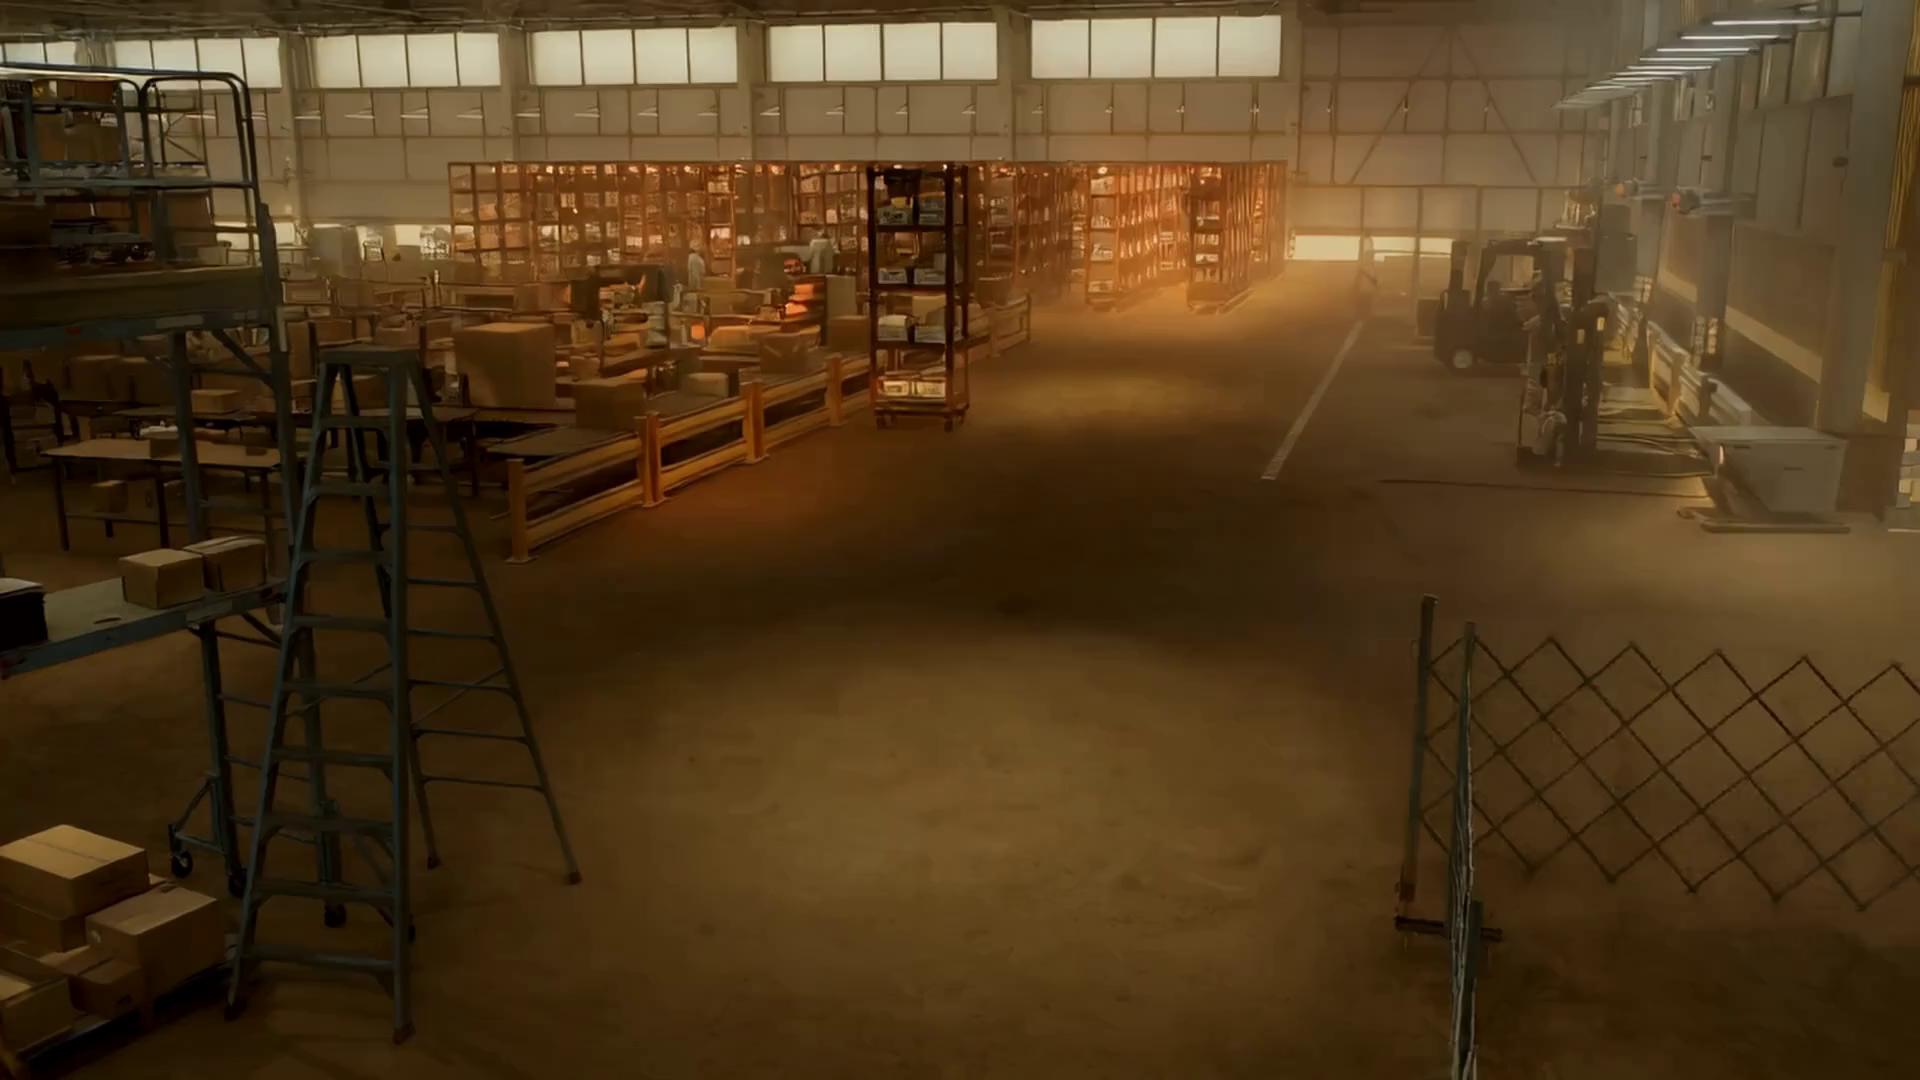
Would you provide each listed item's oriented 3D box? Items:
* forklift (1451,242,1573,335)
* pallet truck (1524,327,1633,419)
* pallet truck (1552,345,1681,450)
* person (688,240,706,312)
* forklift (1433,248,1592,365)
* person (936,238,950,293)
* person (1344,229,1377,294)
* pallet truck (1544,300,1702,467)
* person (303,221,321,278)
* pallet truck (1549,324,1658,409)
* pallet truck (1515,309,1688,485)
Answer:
[{"bbox_3d":[10.464,-4.597,31.405,2.680,1.987,1.157,4,14,16],"label":"forklift"},{"bbox_3d":[9.065,-2.460,24.370,1.522,1.261,0.704,3,13,14],"label":"pallet truck"},{"bbox_3d":[8.641,-1.896,21.908,1.630,1.274,0.653,4,14,16],"label":"pallet truck"},{"bbox_3d":[-6.126,-6.065,38.755,0.403,1.835,0.588,-5,14,-20],"label":"person"},{"bbox_3d":[9.780,-4.111,29.280,2.680,1.987,1.157,3,13,14],"label":"forklift"},{"bbox_3d":[-0.315,-5.923,37.989,0.404,1.904,0.652,5,14,22],"label":"person"},{"bbox_3d":[11.189,-7.675,45.818,1.008,1.789,0.577,1,13,4],"label":"person"},{"bbox_3d":[8.263,-1.952,20.631,1.885,1.965,0.823,5,14,20],"label":"pallet truck"},{"bbox_3d":[-18.425,-8.123,47.409,0.627,1.943,1.037,11,17,40],"label":"person"},{"bbox_3d":[9.824,-2.669,25.407,1.601,1.201,0.680,4,14,16],"label":"pallet truck"},{"bbox_3d":[7.554,-1.677,19.446,1.885,1.965,0.823,3,13,14],"label":"pallet truck"}]
